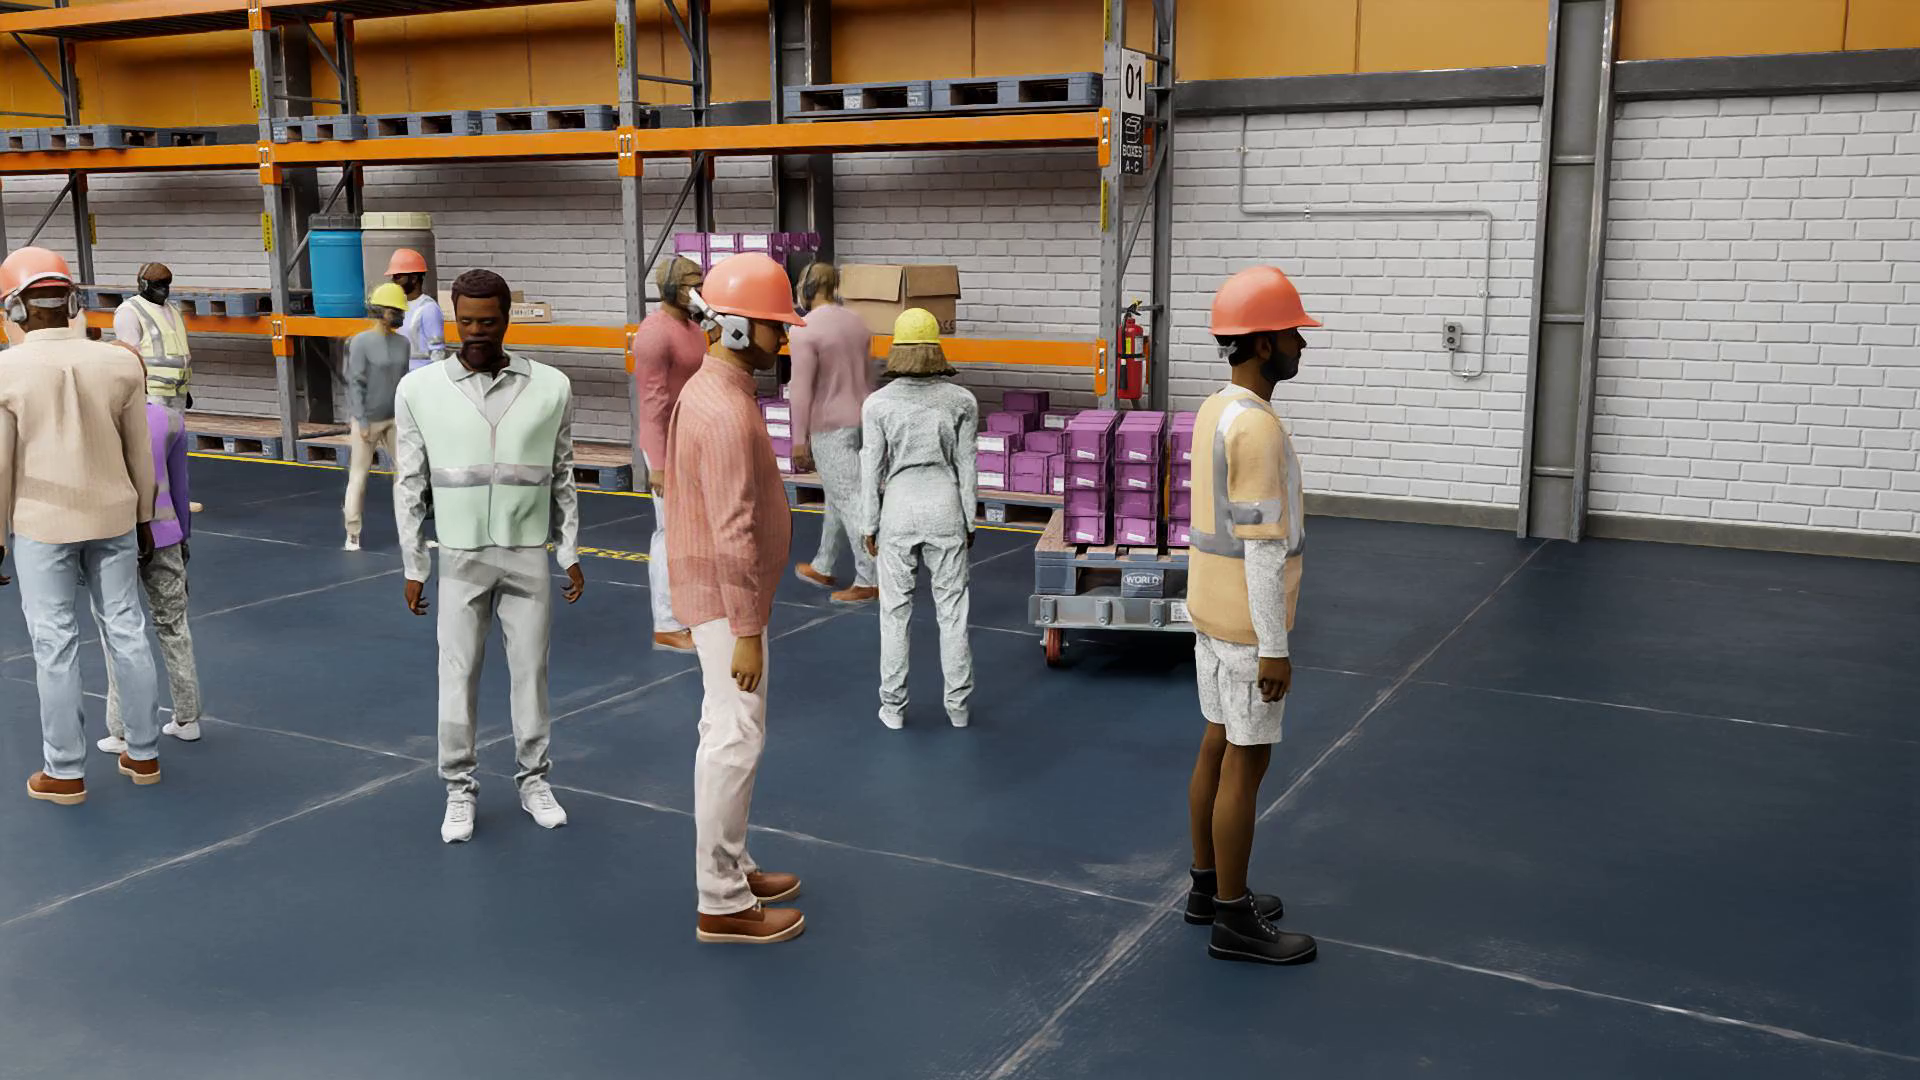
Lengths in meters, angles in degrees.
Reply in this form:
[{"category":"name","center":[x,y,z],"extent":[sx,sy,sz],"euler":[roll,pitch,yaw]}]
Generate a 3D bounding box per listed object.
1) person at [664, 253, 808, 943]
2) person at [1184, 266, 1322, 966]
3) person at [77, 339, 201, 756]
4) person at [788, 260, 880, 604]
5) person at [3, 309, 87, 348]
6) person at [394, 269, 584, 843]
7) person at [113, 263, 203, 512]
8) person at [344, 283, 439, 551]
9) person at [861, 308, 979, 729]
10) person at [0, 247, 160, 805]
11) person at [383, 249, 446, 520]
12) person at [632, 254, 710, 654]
[{"category":"person","center":[-0.631,0.180,4.768],"extent":[0.409,1.980,0.622],"euler":[-2,11,-13]},{"category":"person","center":[0.818,0.212,4.679],"extent":[0.347,1.943,0.545],"euler":[-1,10,-6]},{"category":"person","center":[-3.245,0.031,6.533],"extent":[0.316,1.629,0.509],"euler":[6,12,30]},{"category":"person","center":[-0.721,-0.598,9.315],"extent":[0.835,1.899,0.648],"euler":[6,12,30]},{"category":"person","center":[-6.653,-1.100,12.219],"extent":[0.569,1.820,0.806],"euler":[-3,11,-15]},{"category":"person","center":[-1.587,0.049,5.641],"extent":[0.599,1.916,0.375],"euler":[-5,11,-25]},{"category":"person","center":[-5.788,-1.079,12.054],"extent":[0.430,1.838,0.619],"euler":[2,10,9]},{"category":"person","center":[-3.757,-0.783,10.750],"extent":[0.612,1.732,0.542],"euler":[6,12,28]},{"category":"person","center":[-0.167,-0.082,6.874],"extent":[0.486,1.737,0.318],"euler":[-1,10,-6]},{"category":"person","center":[-3.206,-0.048,5.985],"extent":[0.393,1.986,0.610],"euler":[9,14,40]},{"category":"person","center":[-3.899,-1.111,11.946],"extent":[0.375,1.935,0.550],"euler":[-9,14,-40]},{"category":"person","center":[-1.383,-0.425,8.186],"extent":[0.368,1.937,0.640],"euler":[2,11,10]}]
